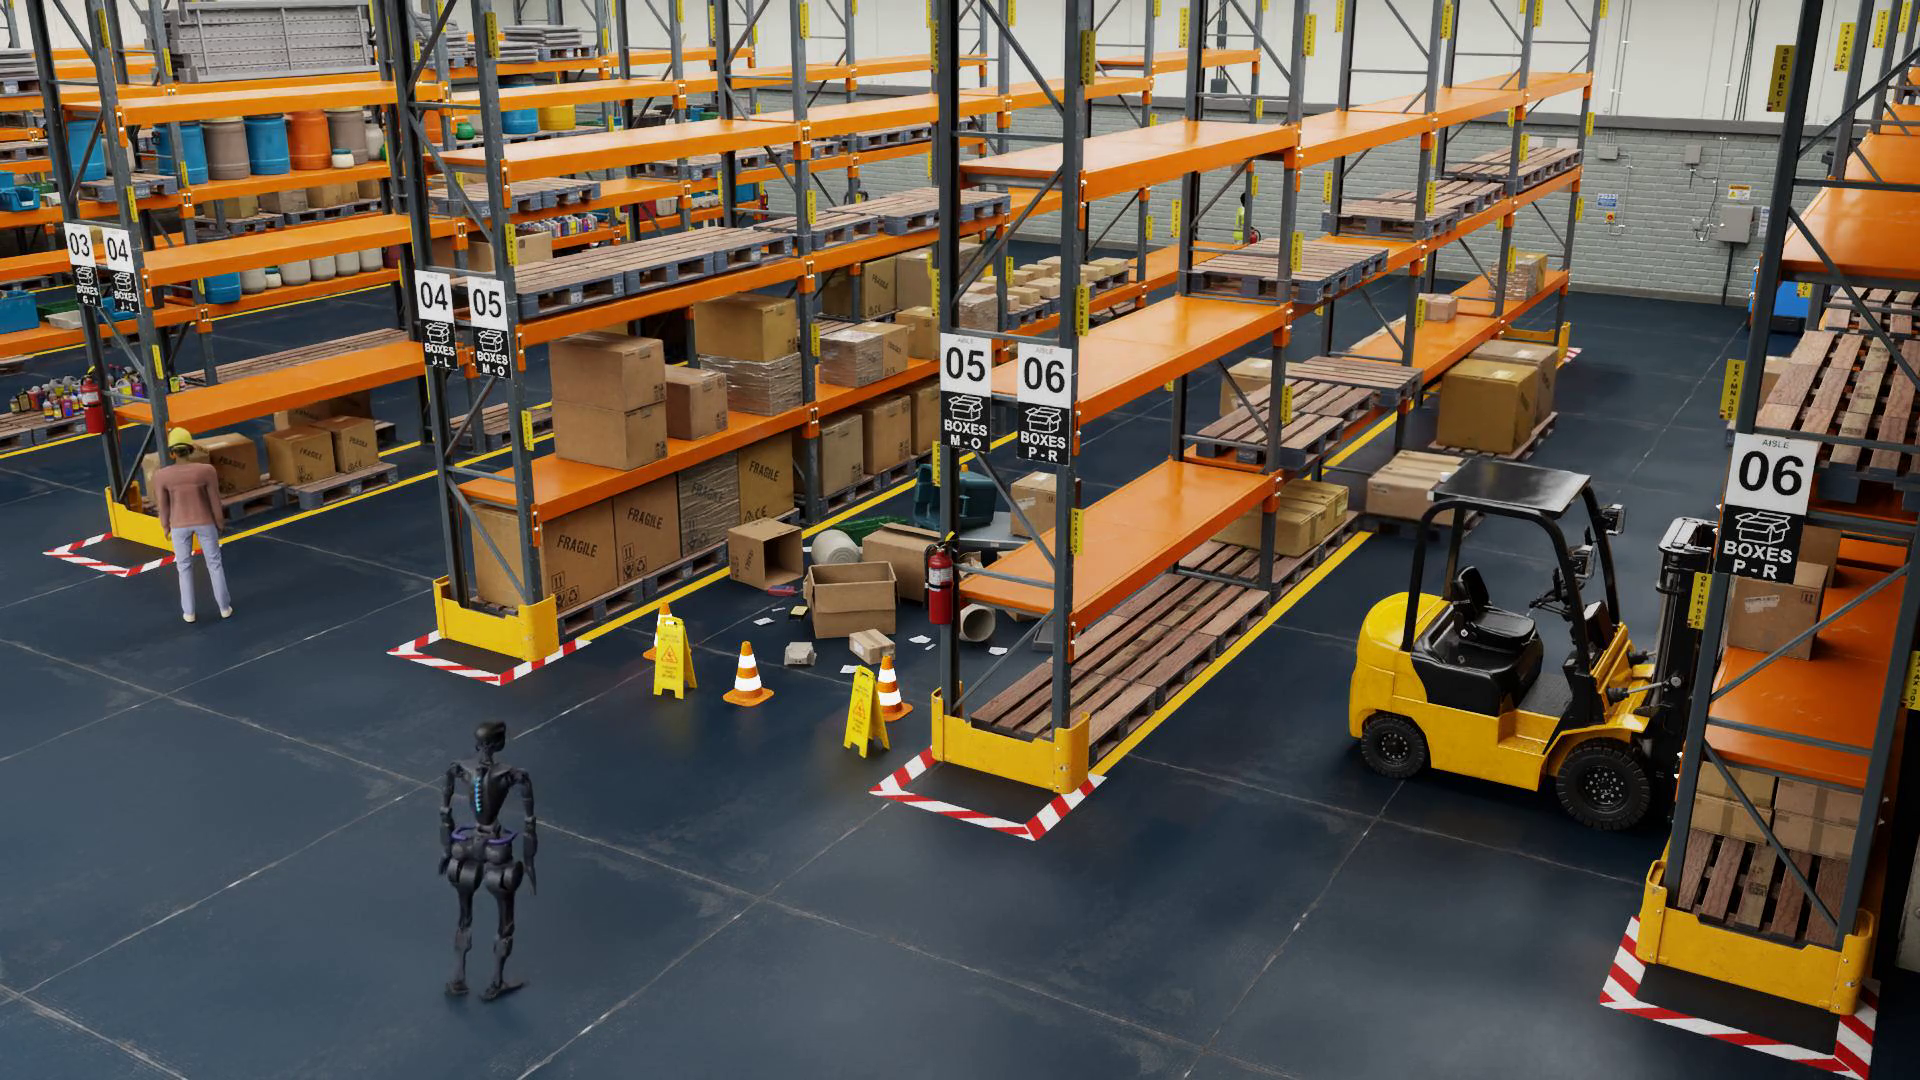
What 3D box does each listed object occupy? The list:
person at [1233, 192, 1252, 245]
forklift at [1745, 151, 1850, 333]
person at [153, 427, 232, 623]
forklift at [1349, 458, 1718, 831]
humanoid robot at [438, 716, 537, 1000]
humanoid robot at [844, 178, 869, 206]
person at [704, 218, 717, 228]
[{"bbox_3d":[5.161,-5.510,30.375,0.321,1.686,0.537,-2,19,-5],"label":"person"},{"bbox_3d":[13.620,-4.667,26.137,1.873,2.768,1.129,11,22,29],"label":"forklift"},{"bbox_3d":[-6.800,-0.136,14.735,0.520,1.758,0.338,-8,21,-22],"label":"person"},{"bbox_3d":[3.988,0.658,11.776,2.313,2.155,1.214,11,22,29],"label":"forklift"},{"bbox_3d":[-2.665,1.786,9.295,0.599,1.636,0.425,2,19,5],"label":"humanoid robot"},{"bbox_3d":[-2.043,-6.328,32.821,0.591,1.623,0.786,-10,21,-26],"label":"humanoid robot"},{"bbox_3d":[-5.241,-7.062,34.863,0.492,1.688,0.349,-6,20,-18],"label":"person"}]
